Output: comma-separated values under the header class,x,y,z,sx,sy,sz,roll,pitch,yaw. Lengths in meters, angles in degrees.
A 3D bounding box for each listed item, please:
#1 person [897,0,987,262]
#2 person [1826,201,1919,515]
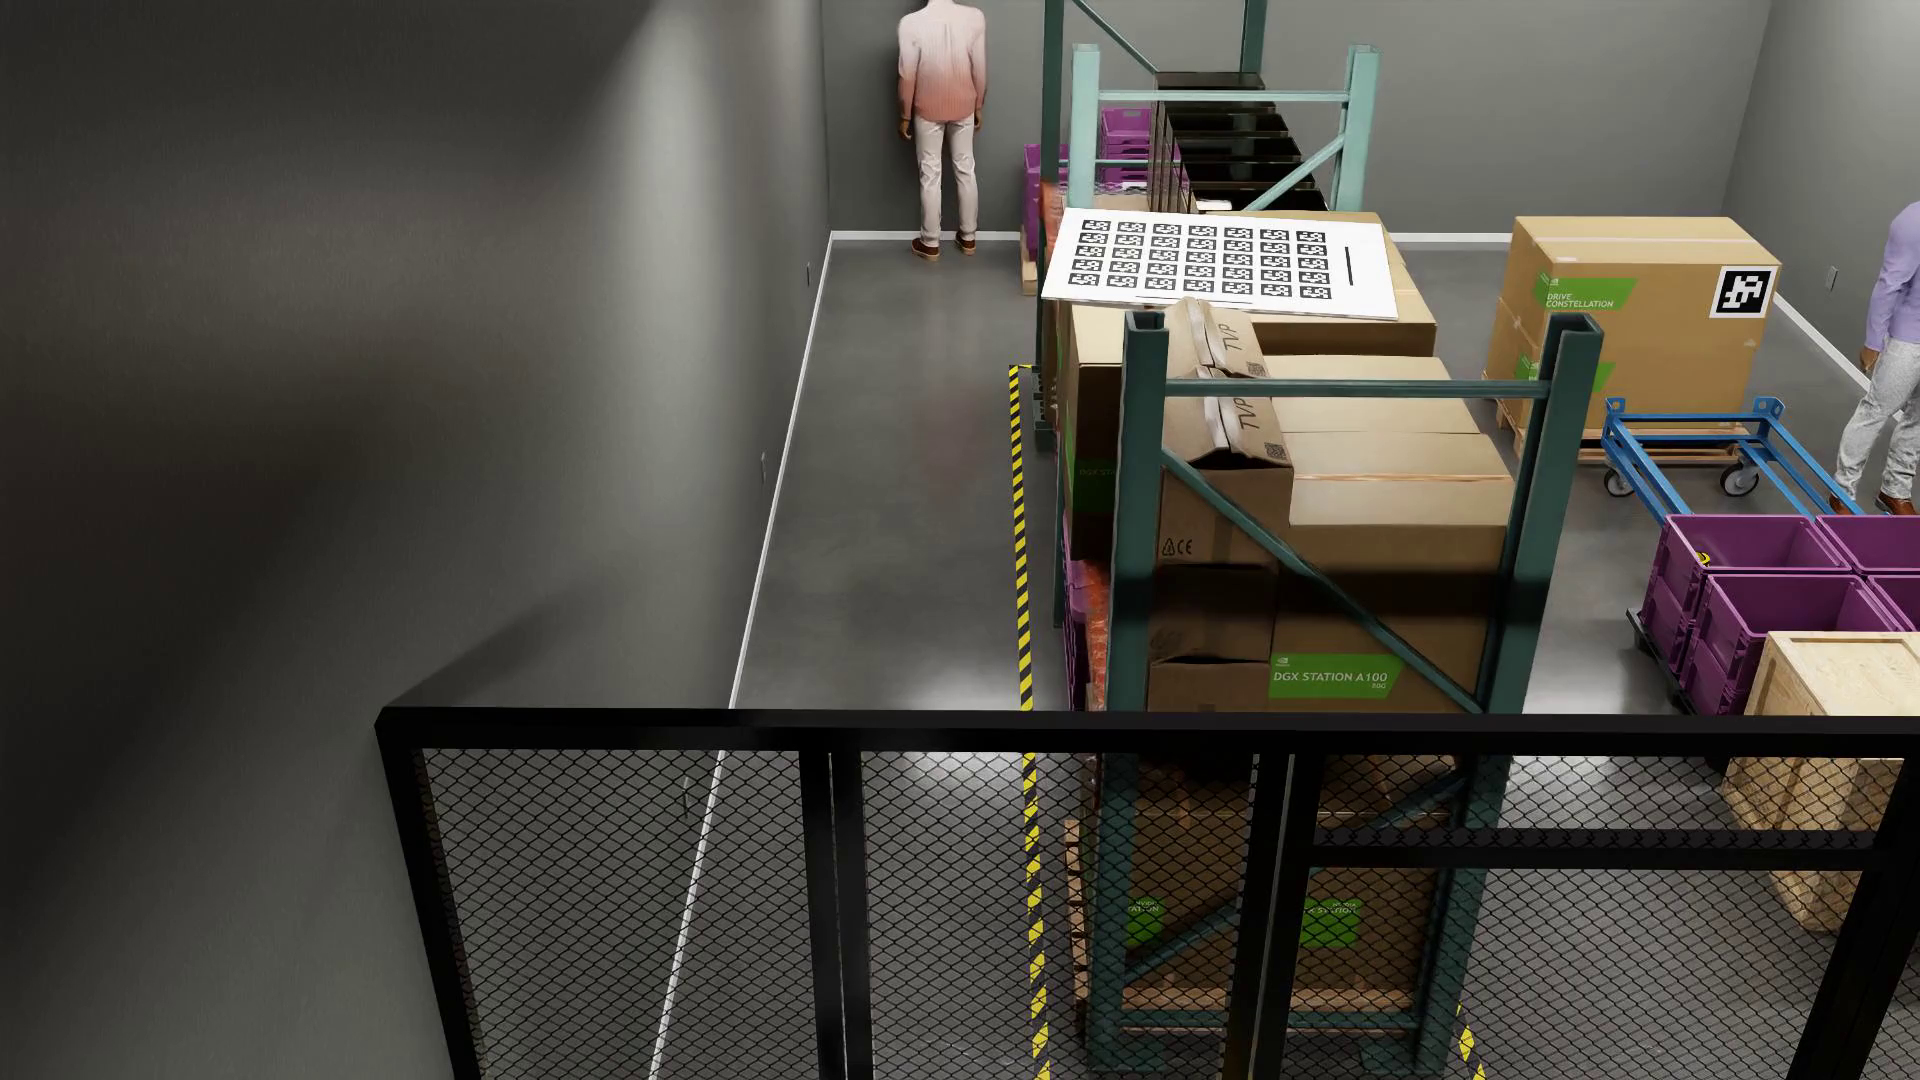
class,x,y,z,sx,sy,sz,roll,pitch,yaw
person,-0.124,-2.814,10.835,0.613,1.995,0.391,-11,33,-18
person,4.531,-0.939,7.774,0.636,1.938,0.354,-1,31,-2
